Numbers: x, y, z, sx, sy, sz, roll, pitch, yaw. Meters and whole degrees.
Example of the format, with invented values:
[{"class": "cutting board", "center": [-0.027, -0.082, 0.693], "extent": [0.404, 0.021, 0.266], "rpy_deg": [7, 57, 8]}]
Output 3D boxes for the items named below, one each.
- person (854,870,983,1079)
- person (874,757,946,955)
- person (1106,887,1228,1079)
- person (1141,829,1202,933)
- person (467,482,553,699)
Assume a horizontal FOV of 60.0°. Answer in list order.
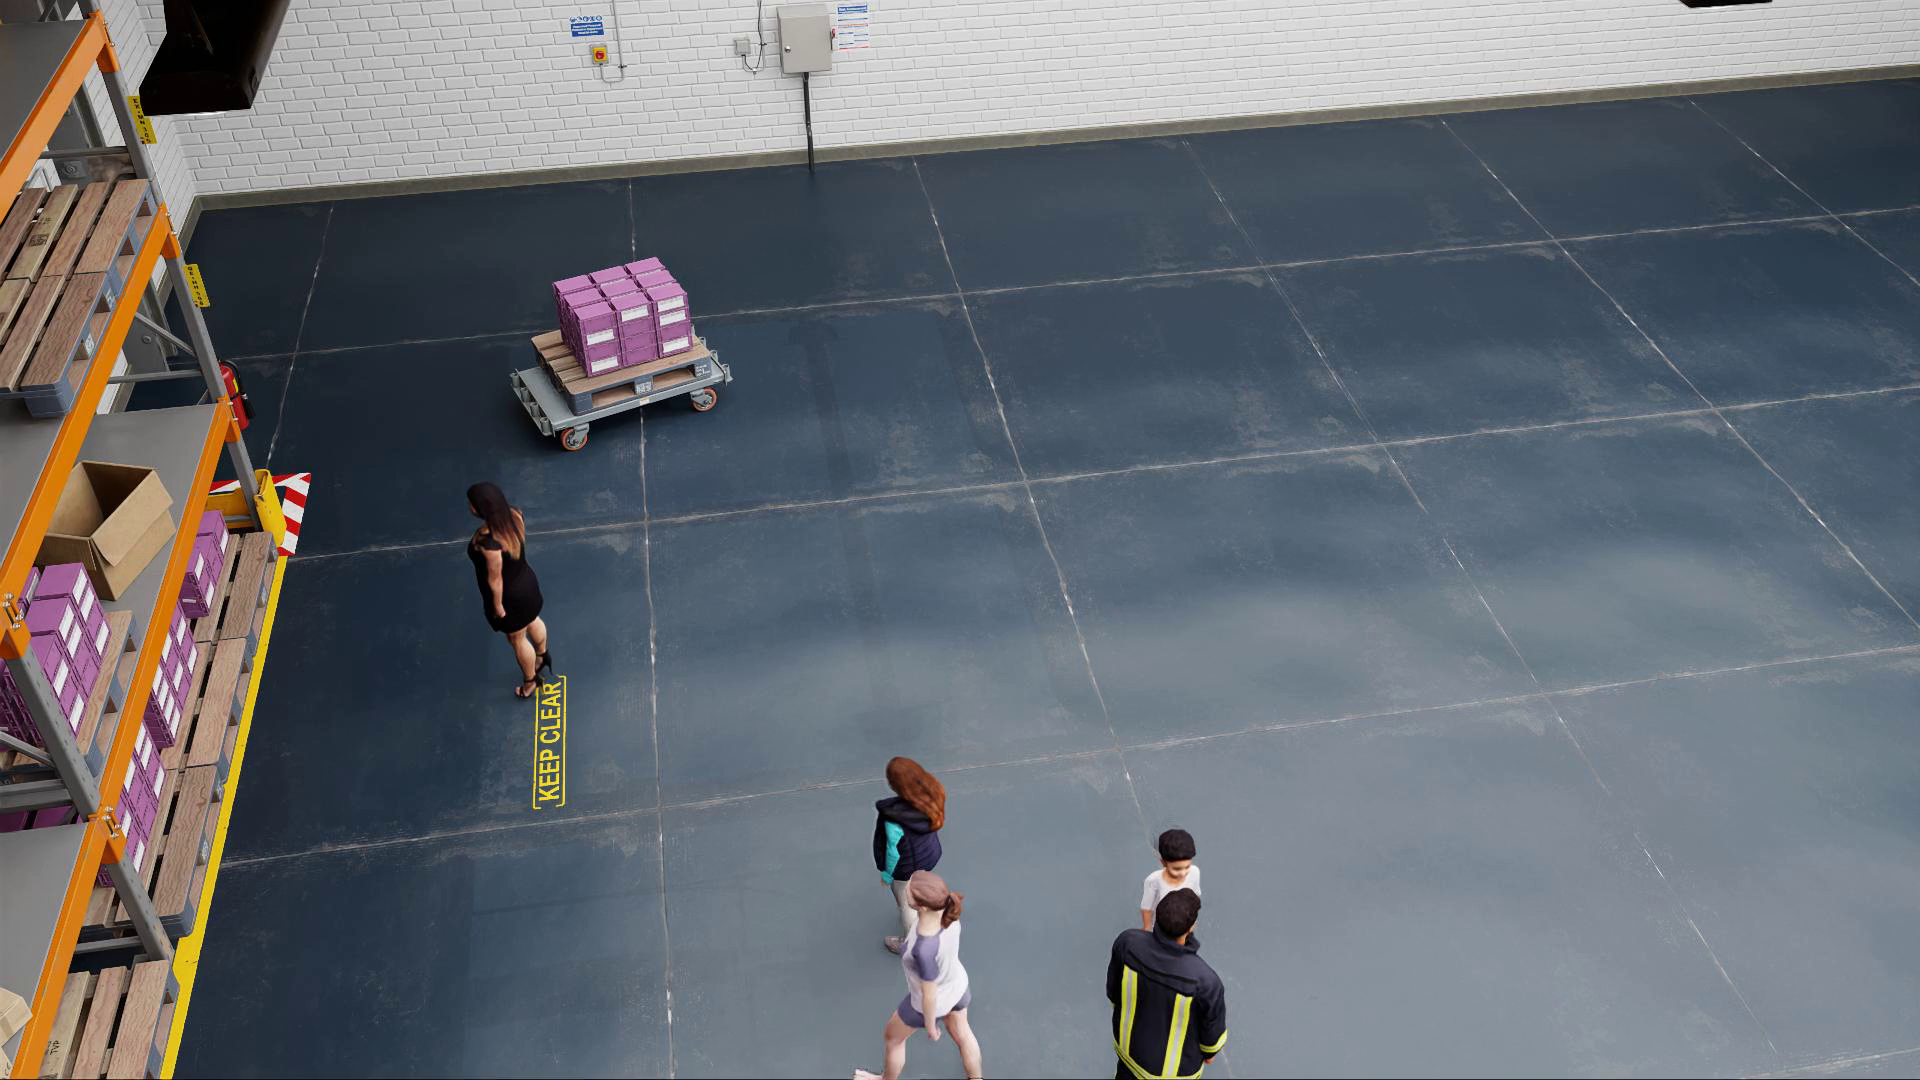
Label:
[{"class": "person", "center": [-0.040, 2.319, 8.392], "extent": [0.962, 1.739, 0.950], "rpy_deg": [19, 42, 22]}, {"class": "person", "center": [-0.279, 1.757, 9.285], "extent": [0.748, 1.501, 0.683], "rpy_deg": [20, 43, 24]}, {"class": "person", "center": [0.989, 2.394, 8.148], "extent": [0.886, 1.927, 0.939], "rpy_deg": [22, 44, 25]}, {"class": "person", "center": [1.132, 2.048, 9.118], "extent": [0.488, 1.256, 0.522], "rpy_deg": [-5, 39, -7]}, {"class": "person", "center": [-2.935, 0.323, 10.910], "extent": [0.777, 1.716, 0.646], "rpy_deg": [6, 39, 7]}]
